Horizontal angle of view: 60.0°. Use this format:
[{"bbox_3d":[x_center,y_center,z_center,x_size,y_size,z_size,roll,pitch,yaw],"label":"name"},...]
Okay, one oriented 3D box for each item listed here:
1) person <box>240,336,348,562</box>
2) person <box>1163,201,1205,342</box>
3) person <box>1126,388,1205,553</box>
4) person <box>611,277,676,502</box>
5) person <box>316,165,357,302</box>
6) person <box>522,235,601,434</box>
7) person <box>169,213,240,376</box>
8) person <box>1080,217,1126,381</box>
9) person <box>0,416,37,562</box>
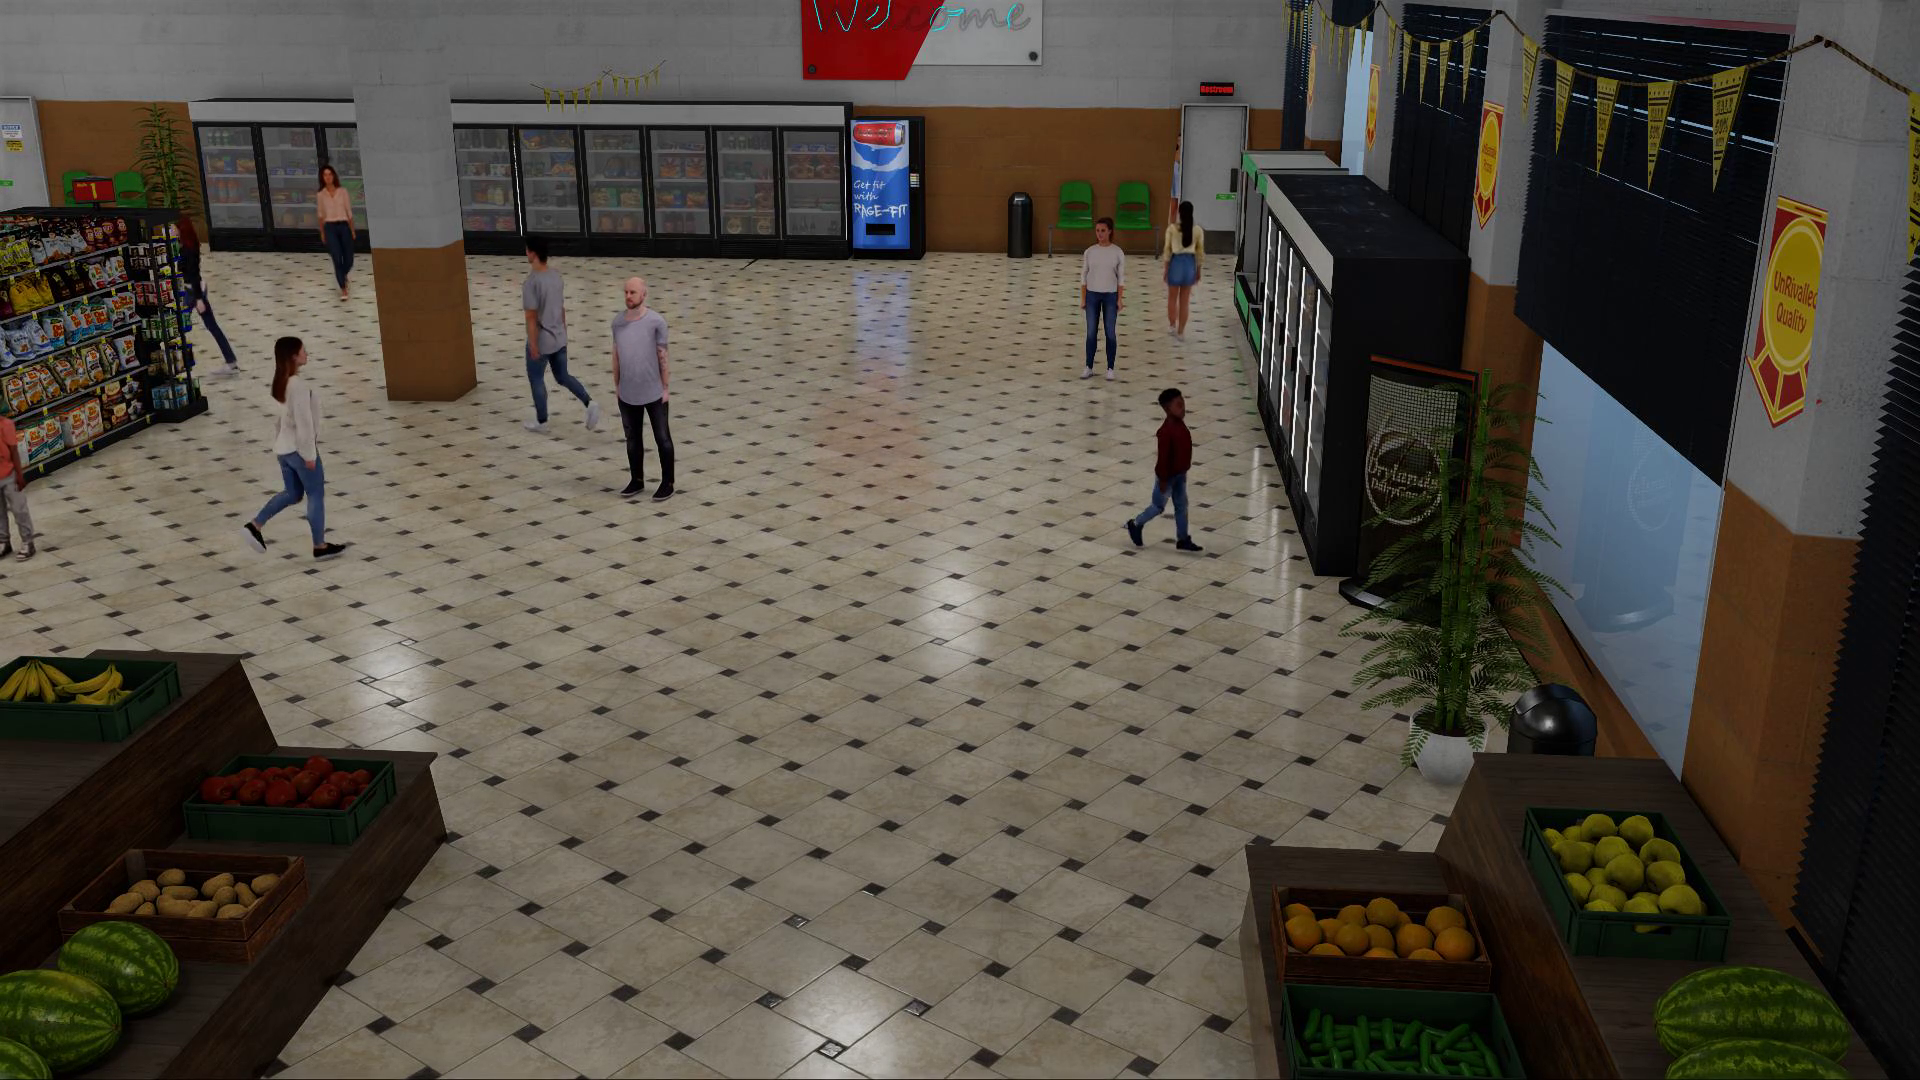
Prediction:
[{"bbox_3d":[-4.851,-0.617,12.004,1.047,1.672,0.974,-16,24,-38],"label":"person"},{"bbox_3d":[2.629,-3.154,19.622,0.669,1.612,0.762,1,19,2],"label":"person"},{"bbox_3d":[1.514,-0.511,12.363,0.813,1.242,0.846,13,22,33],"label":"person"},{"bbox_3d":[-2.585,-1.240,13.596,0.694,1.835,0.642,5,19,15],"label":"person"},{"bbox_3d":[-8.290,-4.091,22.145,0.829,1.776,0.963,-8,20,-21],"label":"person"},{"bbox_3d":[-3.745,-1.858,15.393,1.023,1.859,1.147,10,21,26],"label":"person"},{"bbox_3d":[-8.009,-2.553,17.638,1.032,1.742,1.173,-7,20,-20],"label":"person"},{"bbox_3d":[1.516,-2.565,17.708,0.649,1.719,0.577,5,19,14],"label":"person"},{"bbox_3d":[-7.054,-0.502,12.231,0.498,1.309,0.476,1,19,3],"label":"person"}]
